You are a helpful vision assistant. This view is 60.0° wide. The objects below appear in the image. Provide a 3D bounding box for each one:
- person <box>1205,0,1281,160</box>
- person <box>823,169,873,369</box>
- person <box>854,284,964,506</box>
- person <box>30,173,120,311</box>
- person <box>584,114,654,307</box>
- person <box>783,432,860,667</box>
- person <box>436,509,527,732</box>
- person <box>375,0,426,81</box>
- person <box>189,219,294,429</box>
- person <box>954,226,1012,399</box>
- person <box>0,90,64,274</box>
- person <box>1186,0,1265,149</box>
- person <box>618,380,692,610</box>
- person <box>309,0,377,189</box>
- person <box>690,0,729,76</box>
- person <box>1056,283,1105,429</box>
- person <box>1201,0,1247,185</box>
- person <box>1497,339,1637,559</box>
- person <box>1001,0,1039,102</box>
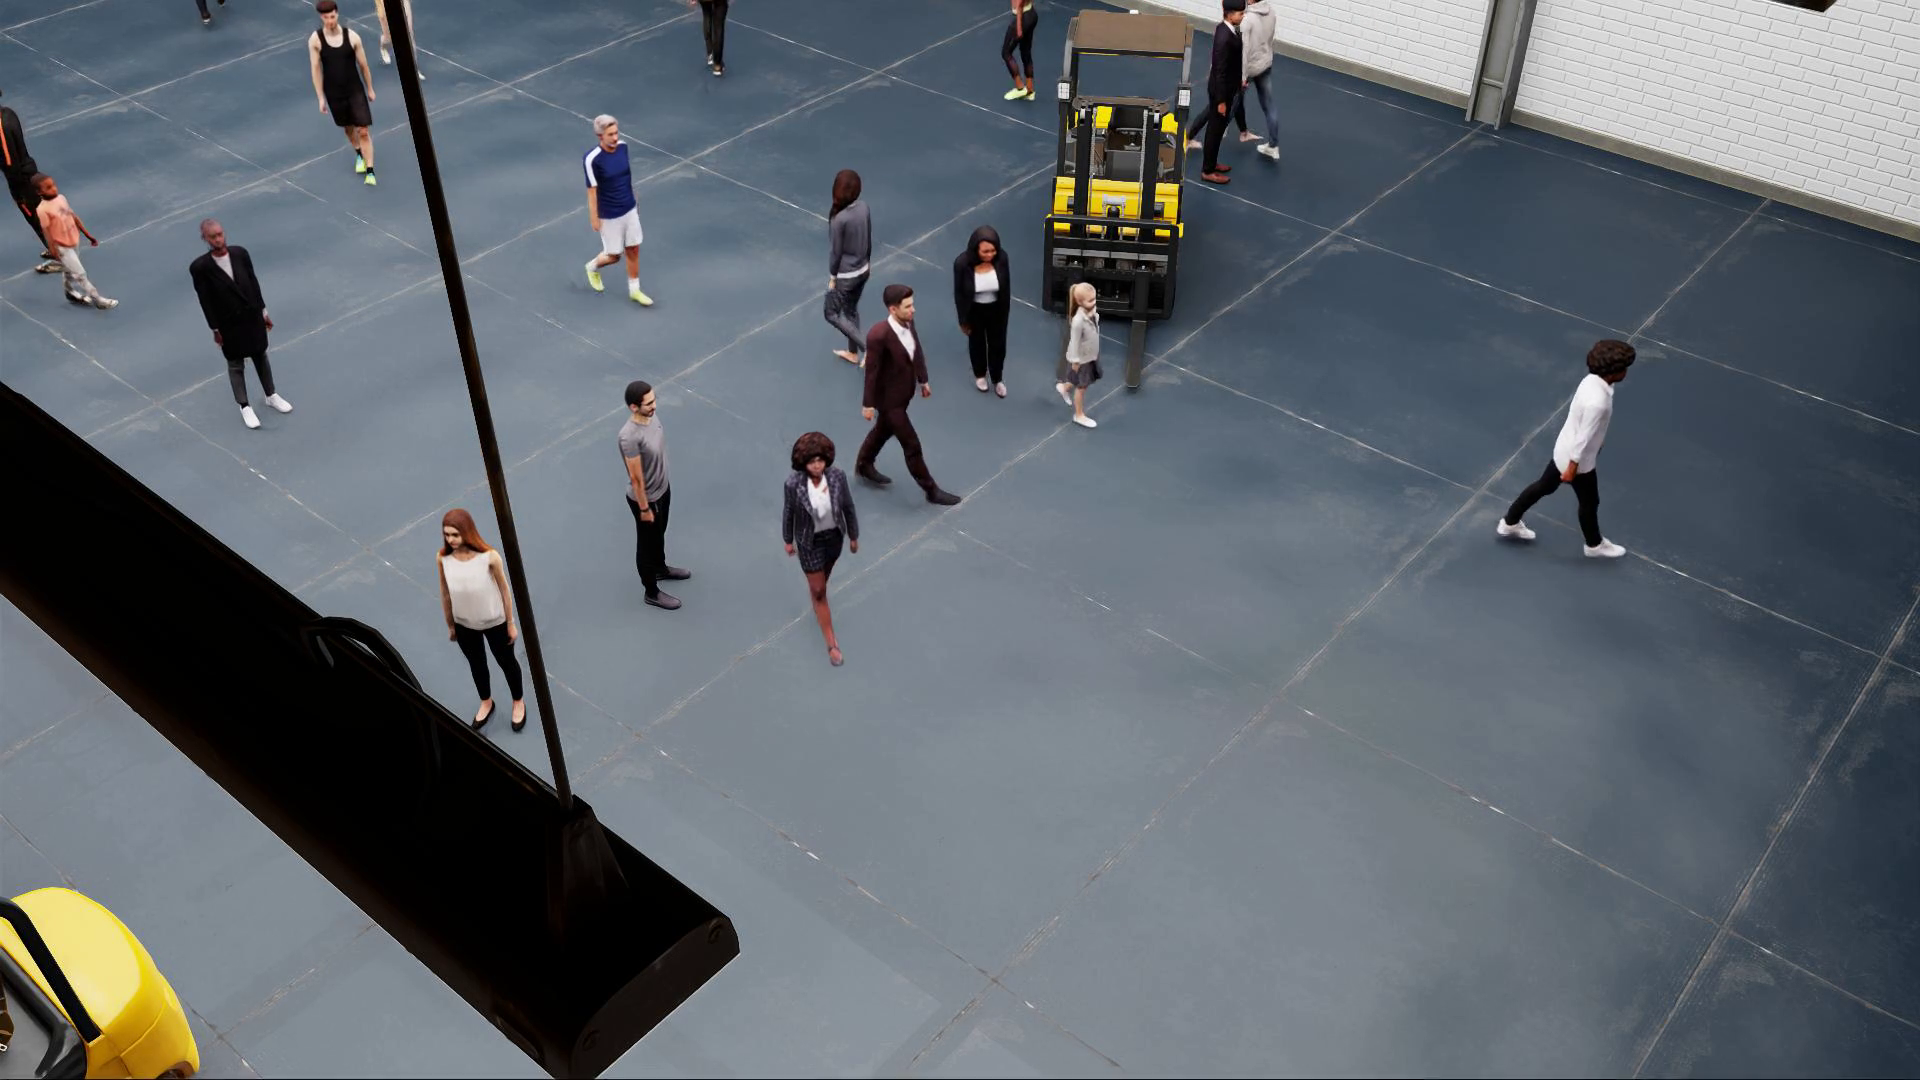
[{"bbox_3d":[3.075,-4.748,16.966,0.866,1.777,1.325,-26,46,-29],"label":"person"},{"bbox_3d":[-0.847,-2.195,13.788,0.788,1.753,0.659,22,44,25],"label":"person"},{"bbox_3d":[-0.558,-1.093,12.361,1.258,1.811,0.889,17,42,21],"label":"person"},{"bbox_3d":[-7.985,-2.645,14.729,0.903,1.281,0.724,8,39,9],"label":"person"},{"bbox_3d":[-3.086,-2.924,14.646,0.916,1.822,0.663,23,44,26],"label":"person"},{"bbox_3d":[-0.953,-0.032,11.161,0.963,1.651,1.142,-14,41,-16],"label":"person"},{"bbox_3d":[-3.004,0.495,10.445,0.627,1.721,0.718,2,39,2],"label":"person"},{"bbox_3d":[-6.410,-6.008,18.666,0.645,1.624,0.974,-31,48,-32],"label":"person"},{"bbox_3d":[-5.749,-1.754,13.230,0.561,1.761,0.648,31,48,33],"label":"person"},{"bbox_3d":[0.160,-1.918,13.579,0.790,1.581,0.831,-12,40,-14],"label":"person"},{"bbox_3d":[-8.518,-3.306,15.140,0.784,1.802,0.670,-10,40,-12],"label":"person"},{"bbox_3d":[2.675,-4.762,17.051,1.097,1.692,1.106,-8,39,-10],"label":"person"},{"bbox_3d":[-2.148,-0.343,11.468,0.728,1.754,0.706,4,39,5],"label":"person"},{"bbox_3d":[-6.133,-4.489,16.589,1.106,1.842,1.243,-8,39,-10],"label":"person"},{"bbox_3d":[-2.791,-6.107,18.620,0.789,1.837,0.866,3,39,4],"label":"person"},{"bbox_3d":[0.938,-1.510,13.319,0.683,1.268,0.533,24,44,27],"label":"person"},{"bbox_3d":[2.600,-4.504,16.576,0.758,1.882,0.773,6,39,7],"label":"person"},{"bbox_3d":[4.306,-0.638,11.832,1.230,1.761,0.983,8,39,10],"label":"person"},{"bbox_3d":[0.773,-5.608,18.071,0.665,1.742,0.635,15,41,18],"label":"person"}]
